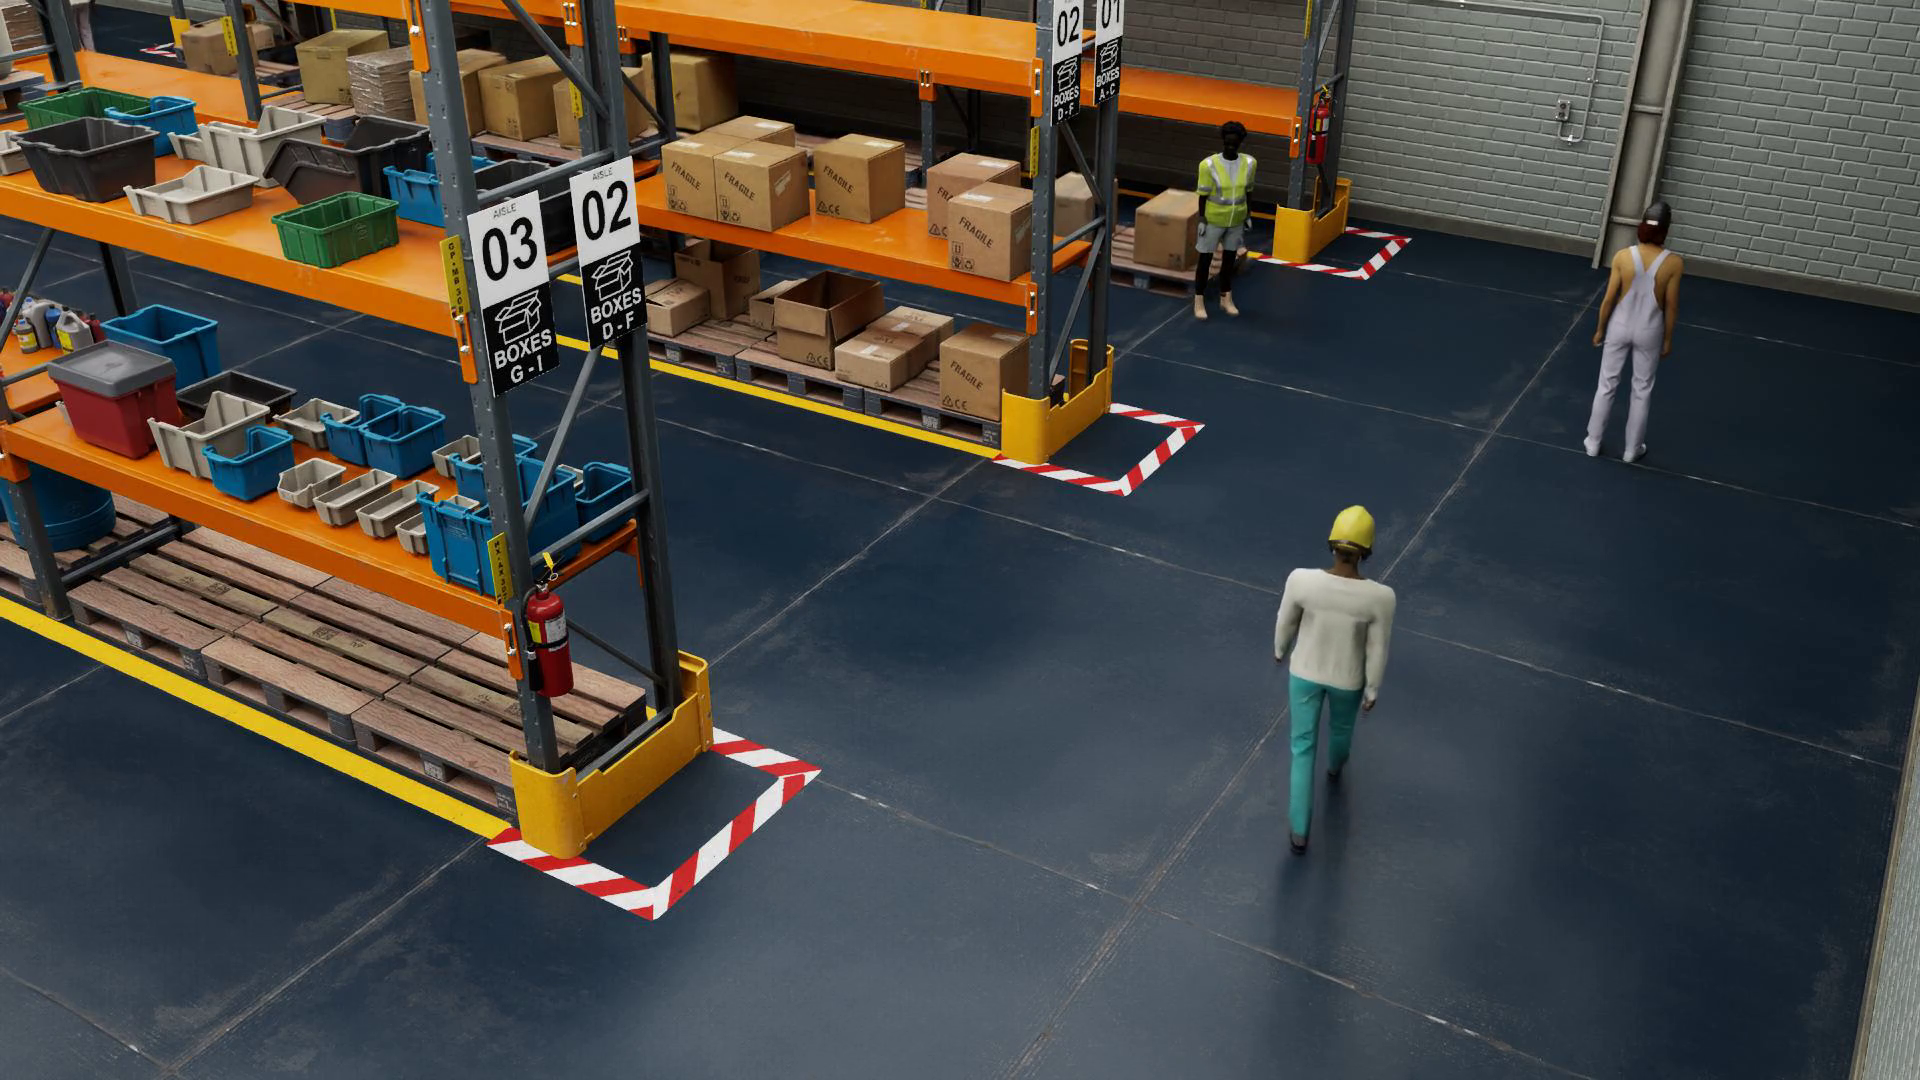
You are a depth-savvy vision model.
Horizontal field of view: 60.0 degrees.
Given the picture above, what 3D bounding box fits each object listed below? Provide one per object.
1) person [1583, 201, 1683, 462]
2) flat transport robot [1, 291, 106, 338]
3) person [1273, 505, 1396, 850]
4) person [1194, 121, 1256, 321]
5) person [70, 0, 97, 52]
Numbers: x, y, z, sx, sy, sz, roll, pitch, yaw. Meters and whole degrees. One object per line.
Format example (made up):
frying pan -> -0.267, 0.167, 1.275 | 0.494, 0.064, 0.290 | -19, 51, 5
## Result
person -> 4.717, -1.455, 11.612 | 0.518, 1.858, 0.390 | 13, 32, 22
flat transport robot -> -7.841, -1.791, 13.848 | 1.431, 0.231, 0.659 | 18, 34, 29
person -> 1.789, 0.599, 8.062 | 0.538, 1.721, 0.895 | 7, 30, 13
person -> 2.220, -2.689, 13.990 | 0.530, 1.696, 0.322 | -9, 30, -15
person -> -11.402, -6.894, 21.400 | 0.570, 1.828, 0.492 | -24, 37, -36
